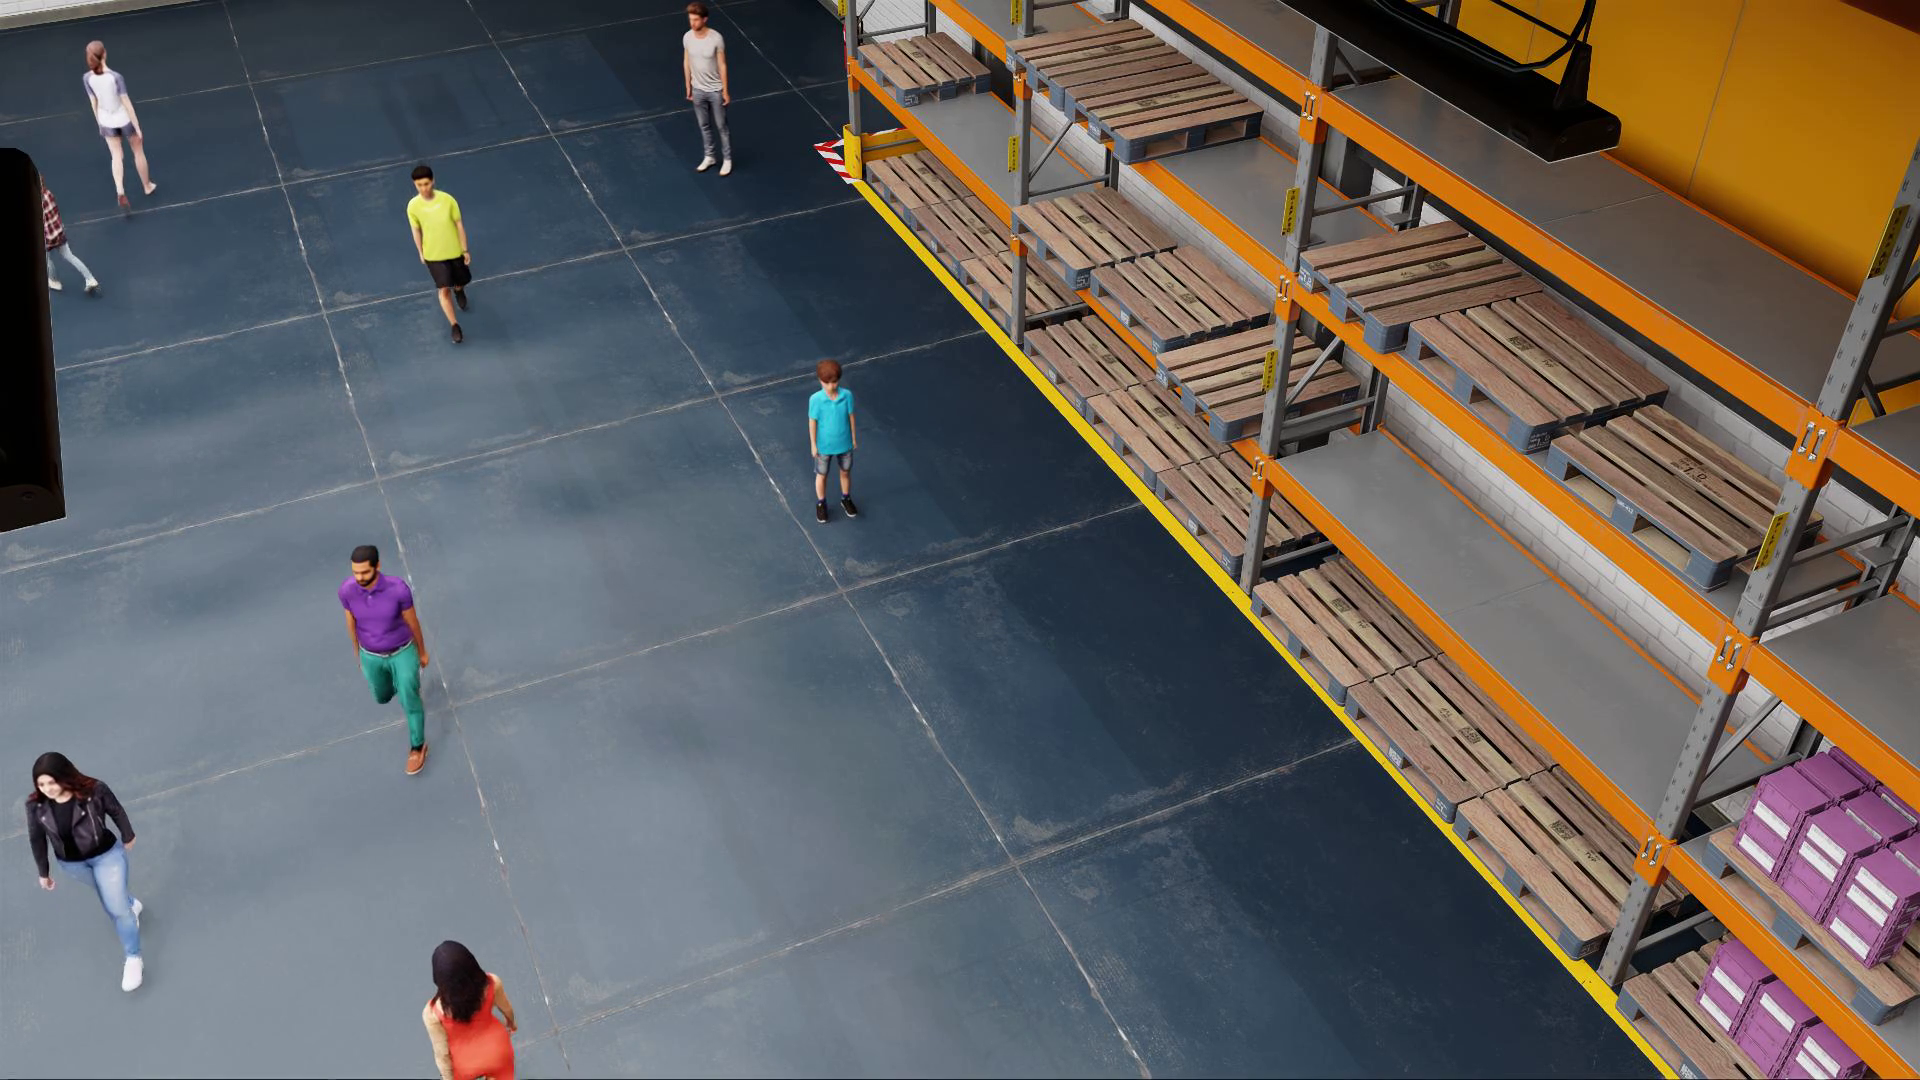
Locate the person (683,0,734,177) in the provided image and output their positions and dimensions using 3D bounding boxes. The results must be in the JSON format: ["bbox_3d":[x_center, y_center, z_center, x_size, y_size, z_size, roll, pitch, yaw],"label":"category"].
[{"bbox_3d":[-2.708,-4.890,17.971,0.750,1.889,0.795,11,40,13],"label":"person"}]

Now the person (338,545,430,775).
[{"bbox_3d":[-3.777,0.692,11.091,0.886,1.751,1.103,-1,39,-1],"label":"person"}]

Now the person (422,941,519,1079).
[{"bbox_3d":[-2.446,2.737,8.588,0.754,1.678,1.100,-24,45,-27],"label":"person"}]

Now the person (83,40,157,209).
[{"bbox_3d":[-8.818,-4.310,17.360,0.750,1.744,1.021,-5,39,-6],"label":"person"}]

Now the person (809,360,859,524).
[{"bbox_3d":[-1.006,-0.806,13.209,0.539,1.449,0.496,-12,40,-14],"label":"person"}]

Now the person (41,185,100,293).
[{"bbox_3d":[-8.711,-2.944,16.015,0.946,1.288,0.884,14,41,17],"label":"person"}]

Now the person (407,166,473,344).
[{"bbox_3d":[-4.792,-2.713,15.413,0.615,1.677,1.009,-14,41,-17],"label":"person"}]

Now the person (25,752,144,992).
[{"bbox_3d":[-5.122,1.802,9.816,0.785,1.608,1.034,-7,39,-8],"label":"person"}]
